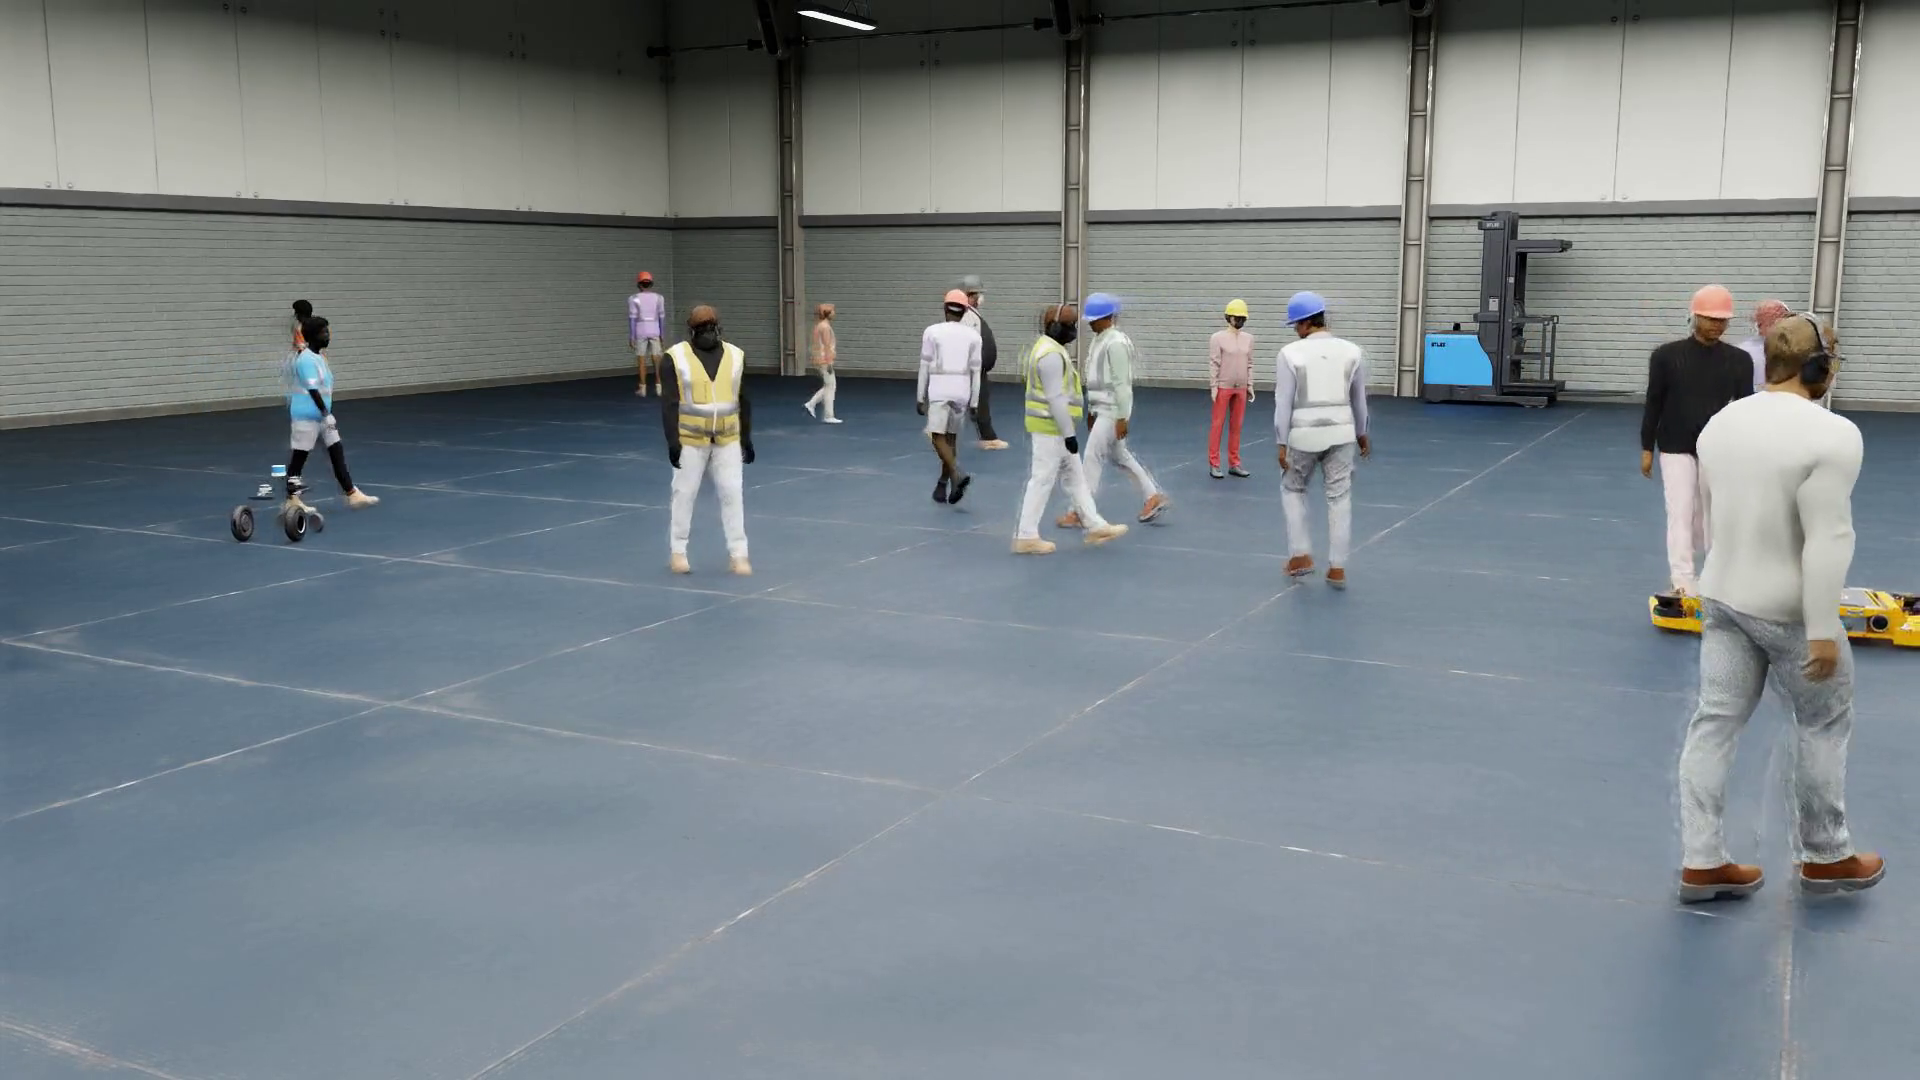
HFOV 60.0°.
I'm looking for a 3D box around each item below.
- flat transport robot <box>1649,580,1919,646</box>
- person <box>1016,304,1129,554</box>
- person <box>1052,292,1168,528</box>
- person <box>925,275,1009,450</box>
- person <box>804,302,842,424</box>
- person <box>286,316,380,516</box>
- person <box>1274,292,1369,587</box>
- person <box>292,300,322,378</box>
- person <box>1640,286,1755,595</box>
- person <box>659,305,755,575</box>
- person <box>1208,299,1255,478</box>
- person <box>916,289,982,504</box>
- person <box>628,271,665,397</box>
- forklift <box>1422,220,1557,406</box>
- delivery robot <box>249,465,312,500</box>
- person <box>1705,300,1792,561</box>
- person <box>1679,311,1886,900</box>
[{"bbox_3d":[4.743,0.397,9.544,1.431,0.197,0.652,3,10,20],"label":"flat transport robot"},{"bbox_3d":[0.824,-0.800,12.090,0.892,1.800,0.652,1,9,4],"label":"person"},{"bbox_3d":[1.249,-1.043,13.366,0.951,1.887,0.640,-2,9,-9],"label":"person"},{"bbox_3d":[0.074,-2.028,19.056,0.912,2.000,0.691,1,9,4],"label":"person"},{"bbox_3d":[-1.820,-2.367,22.284,0.423,1.622,0.531,-2,9,-12],"label":"person"},{"bbox_3d":[-5.324,-1.036,13.960,0.805,1.655,0.537,-1,9,-4],"label":"person"},{"bbox_3d":[2.383,-0.663,10.931,0.721,1.904,0.625,-1,9,-6],"label":"person"},{"bbox_3d":[-7.997,-2.098,20.428,0.320,1.692,0.531,1,9,7],"label":"person"},{"bbox_3d":[4.480,-0.540,10.014,0.630,1.946,0.904,1,9,5],"label":"person"},{"bbox_3d":[-1.720,-0.678,11.379,0.664,1.831,0.561,-4,10,-24],"label":"person"},{"bbox_3d":[2.710,-1.507,16.560,0.523,1.768,0.323,-5,10,-26],"label":"person"},{"bbox_3d":[-0.054,-1.250,14.607,0.597,1.887,0.838,-3,10,-20],"label":"person"},{"bbox_3d":[-5.132,-3.377,27.239,0.614,2.041,0.386,-5,10,-26],"label":"person"},{"bbox_3d":[8.245,-3.527,25.720,1.873,2.768,1.129,5,10,27],"label":"forklift"},{"bbox_3d":[-5.283,-0.466,12.904,0.335,0.223,0.698,0,9,1],"label":"delivery robot"},{"bbox_3d":[5.153,-0.584,10.592,0.967,1.854,0.648,-4,10,-25],"label":"person"},{"bbox_3d":[2.739,0.223,5.429,0.832,1.910,0.662,-3,10,-19],"label":"person"}]
